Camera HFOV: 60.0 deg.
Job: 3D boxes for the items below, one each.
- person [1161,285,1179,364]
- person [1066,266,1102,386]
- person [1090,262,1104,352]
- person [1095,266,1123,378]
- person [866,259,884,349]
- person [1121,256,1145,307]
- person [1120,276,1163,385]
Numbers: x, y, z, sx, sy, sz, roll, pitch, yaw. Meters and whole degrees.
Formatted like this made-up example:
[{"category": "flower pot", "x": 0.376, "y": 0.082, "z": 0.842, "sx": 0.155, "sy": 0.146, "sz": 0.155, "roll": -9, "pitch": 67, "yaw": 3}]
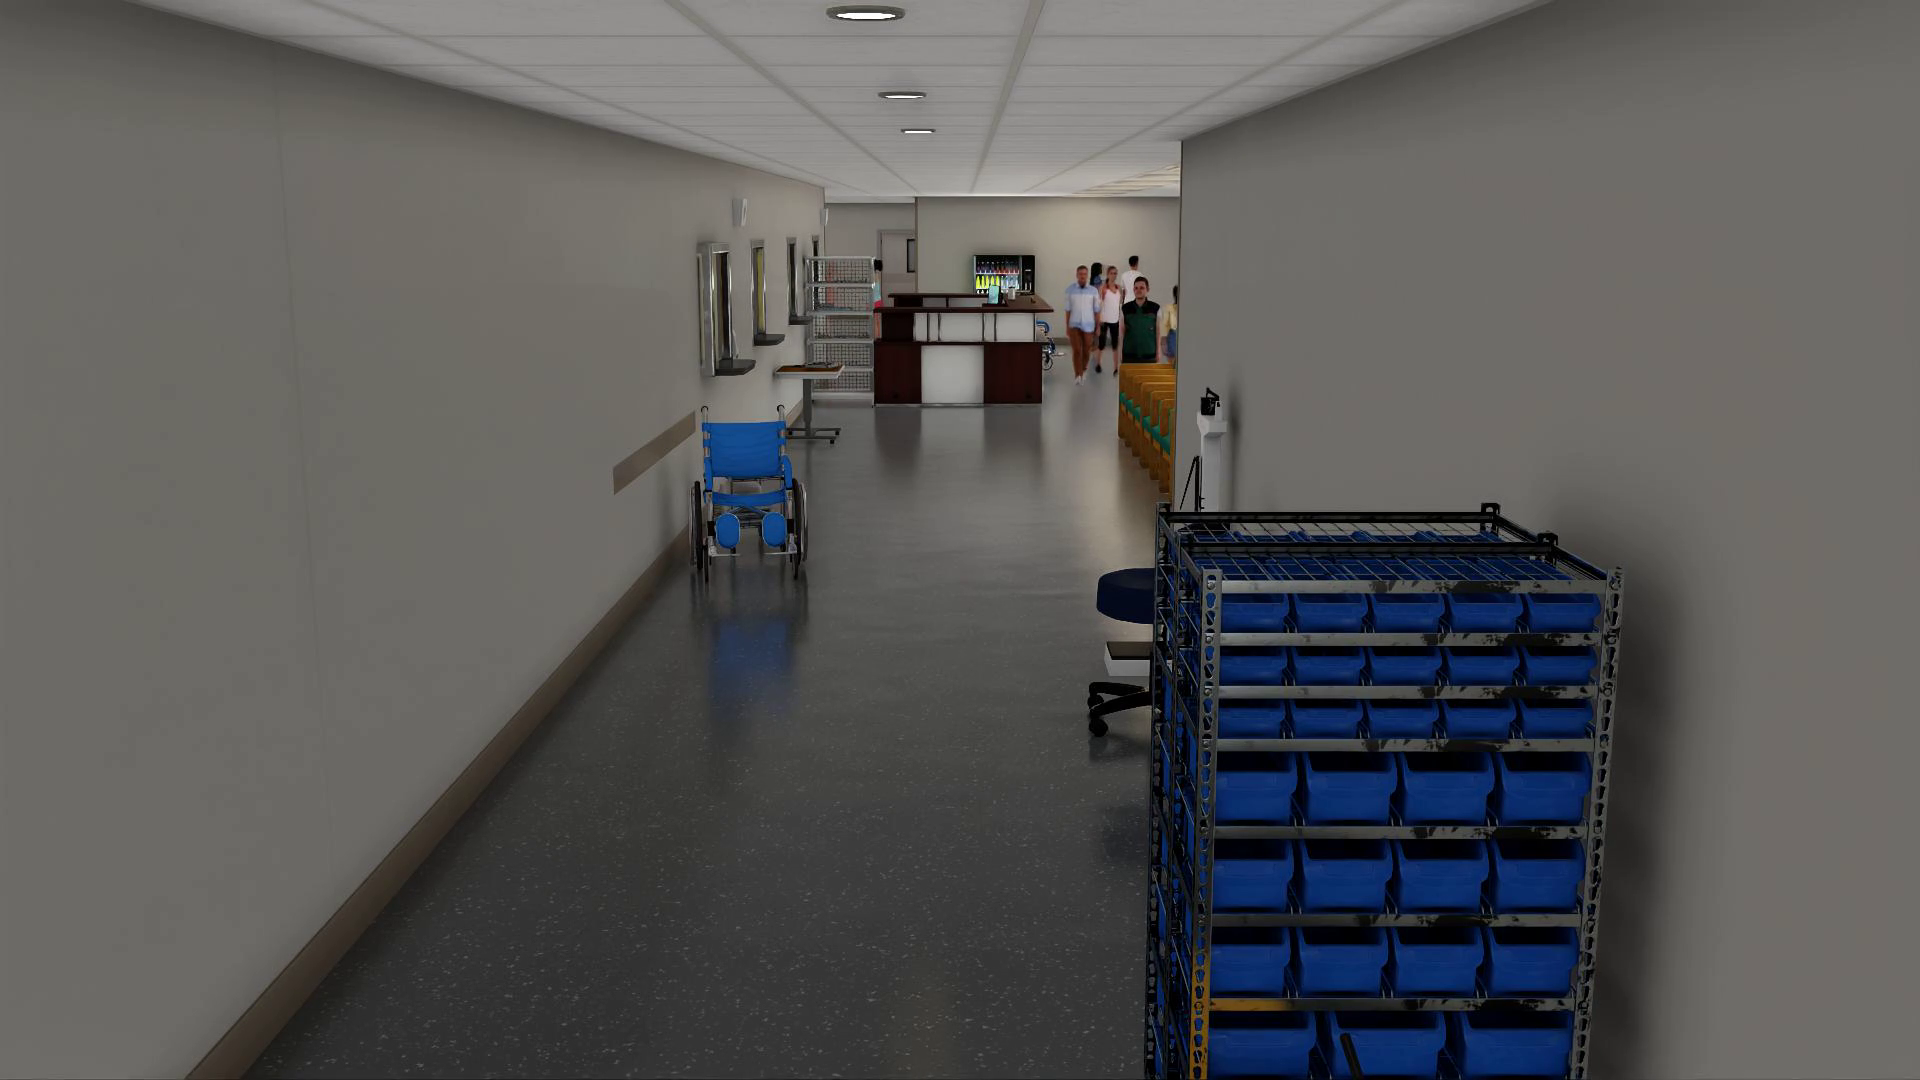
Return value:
[{"category": "person", "x": 3.009, "y": -2.671, "z": 22.782, "sx": 0.775, "sy": 1.620, "sz": 0.786, "roll": -2, "pitch": 11, "yaw": -12}, {"category": "person", "x": 1.866, "y": -3.278, "z": 25.517, "sx": 1.073, "sy": 1.792, "sz": 0.740, "roll": 0, "pitch": 11, "yaw": 0}, {"category": "person", "x": 2.642, "y": -4.565, "z": 32.519, "sx": 0.538, "sy": 1.710, "sz": 0.604, "roll": -1, "pitch": 11, "yaw": -5}, {"category": "person", "x": 2.343, "y": -3.481, "z": 26.720, "sx": 1.179, "sy": 1.744, "sz": 0.906, "roll": -3, "pitch": 11, "yaw": -16}, {"category": "person", "x": -1.719, "y": -4.744, "z": 33.319, "sx": 0.676, "sy": 1.765, "sz": 0.663, "roll": 3, "pitch": 11, "yaw": 17}, {"category": "person", "x": 3.334, "y": -4.553, "z": 32.083, "sx": 0.693, "sy": 1.851, "sz": 0.812, "roll": 7, "pitch": 13, "yaw": 32}, {"category": "person", "x": 2.127, "y": -2.195, "z": 19.676, "sx": 0.572, "sy": 1.842, "sz": 0.746, "roll": 2, "pitch": 11, "yaw": 10}]
